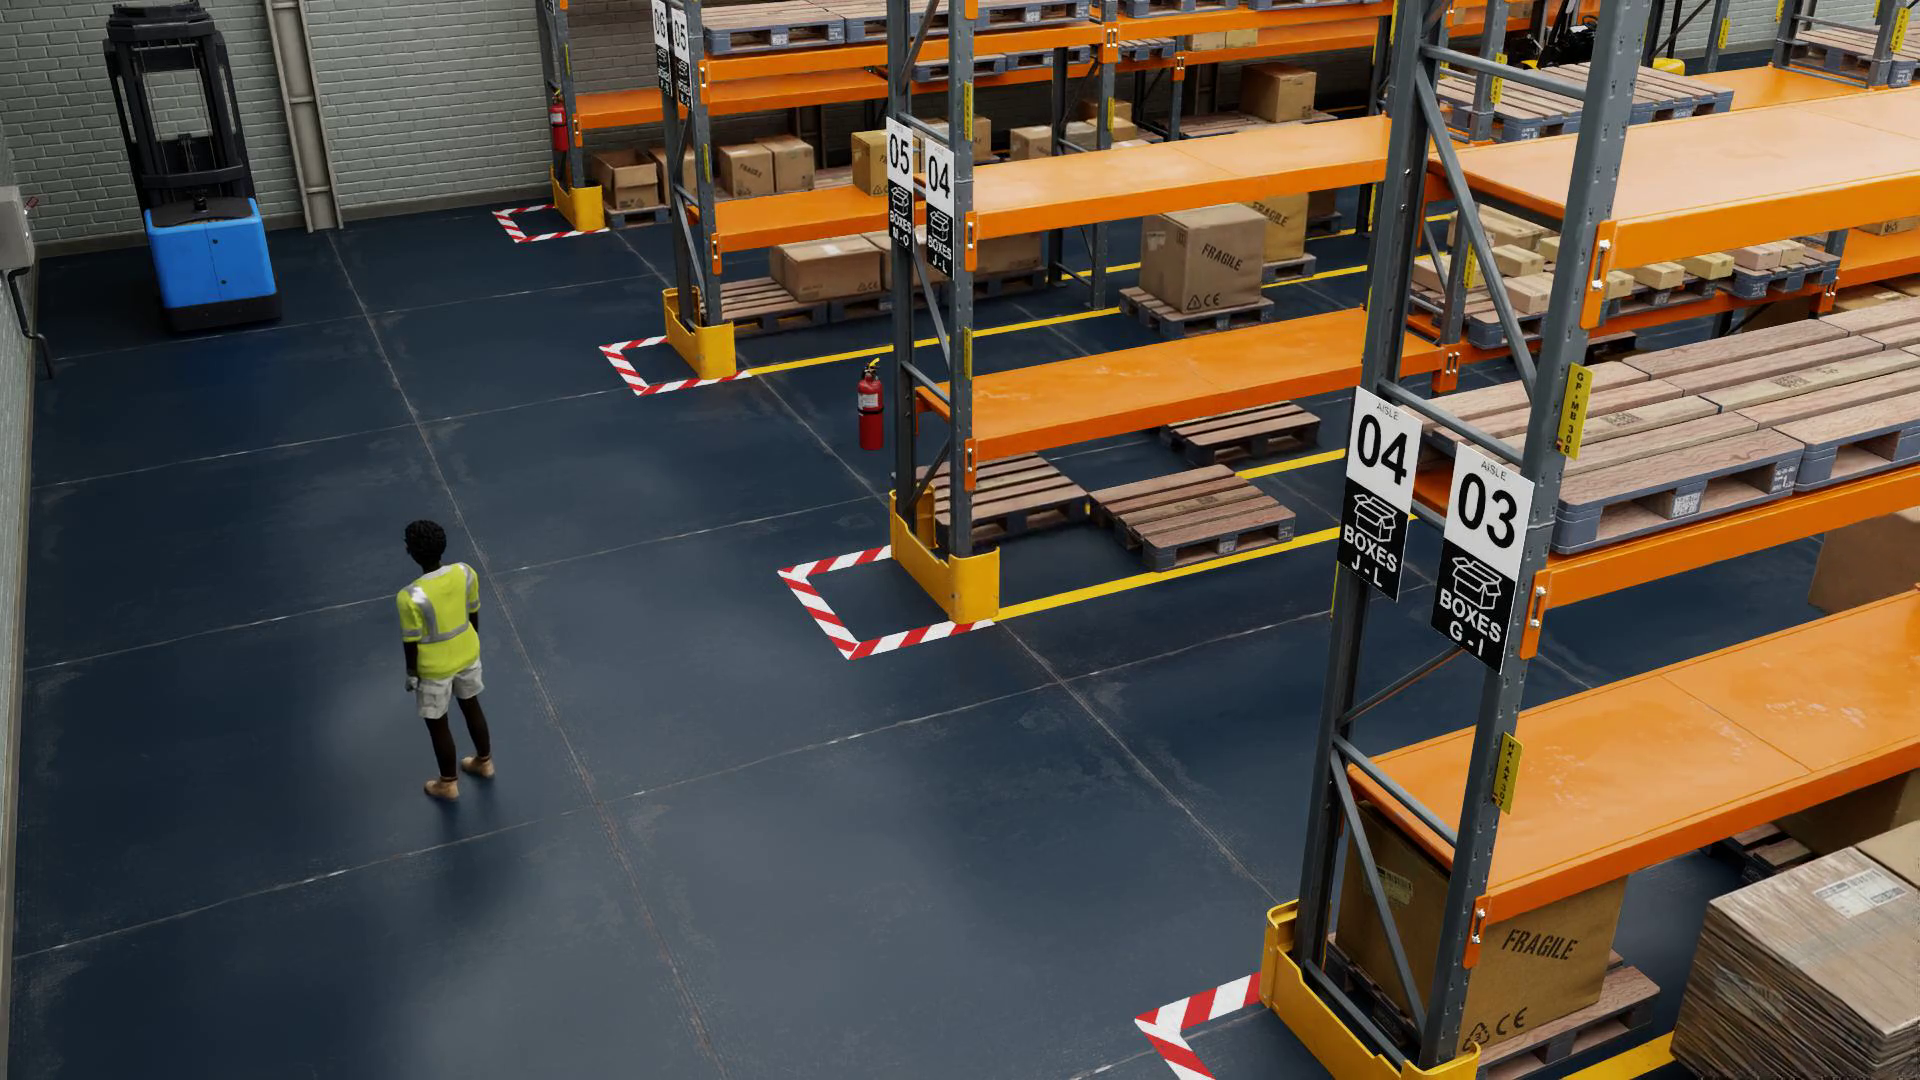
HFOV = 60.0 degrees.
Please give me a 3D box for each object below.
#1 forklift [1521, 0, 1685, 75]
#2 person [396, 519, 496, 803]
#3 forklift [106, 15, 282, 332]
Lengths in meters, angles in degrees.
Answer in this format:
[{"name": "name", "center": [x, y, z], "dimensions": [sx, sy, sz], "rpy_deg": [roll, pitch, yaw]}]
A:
[{"name": "forklift", "center": [8.950, -6.807, 23.056], "dimensions": [1.214, 2.155, 2.313], "rpy_deg": [-12, 30, -22]}, {"name": "person", "center": [-2.867, 0.667, 9.283], "dimensions": [0.320, 1.685, 0.540], "rpy_deg": [16, 31, 28]}, {"name": "forklift", "center": [-7.548, -3.672, 16.323], "dimensions": [1.129, 2.768, 1.873], "rpy_deg": [-12, 30, -22]}]
